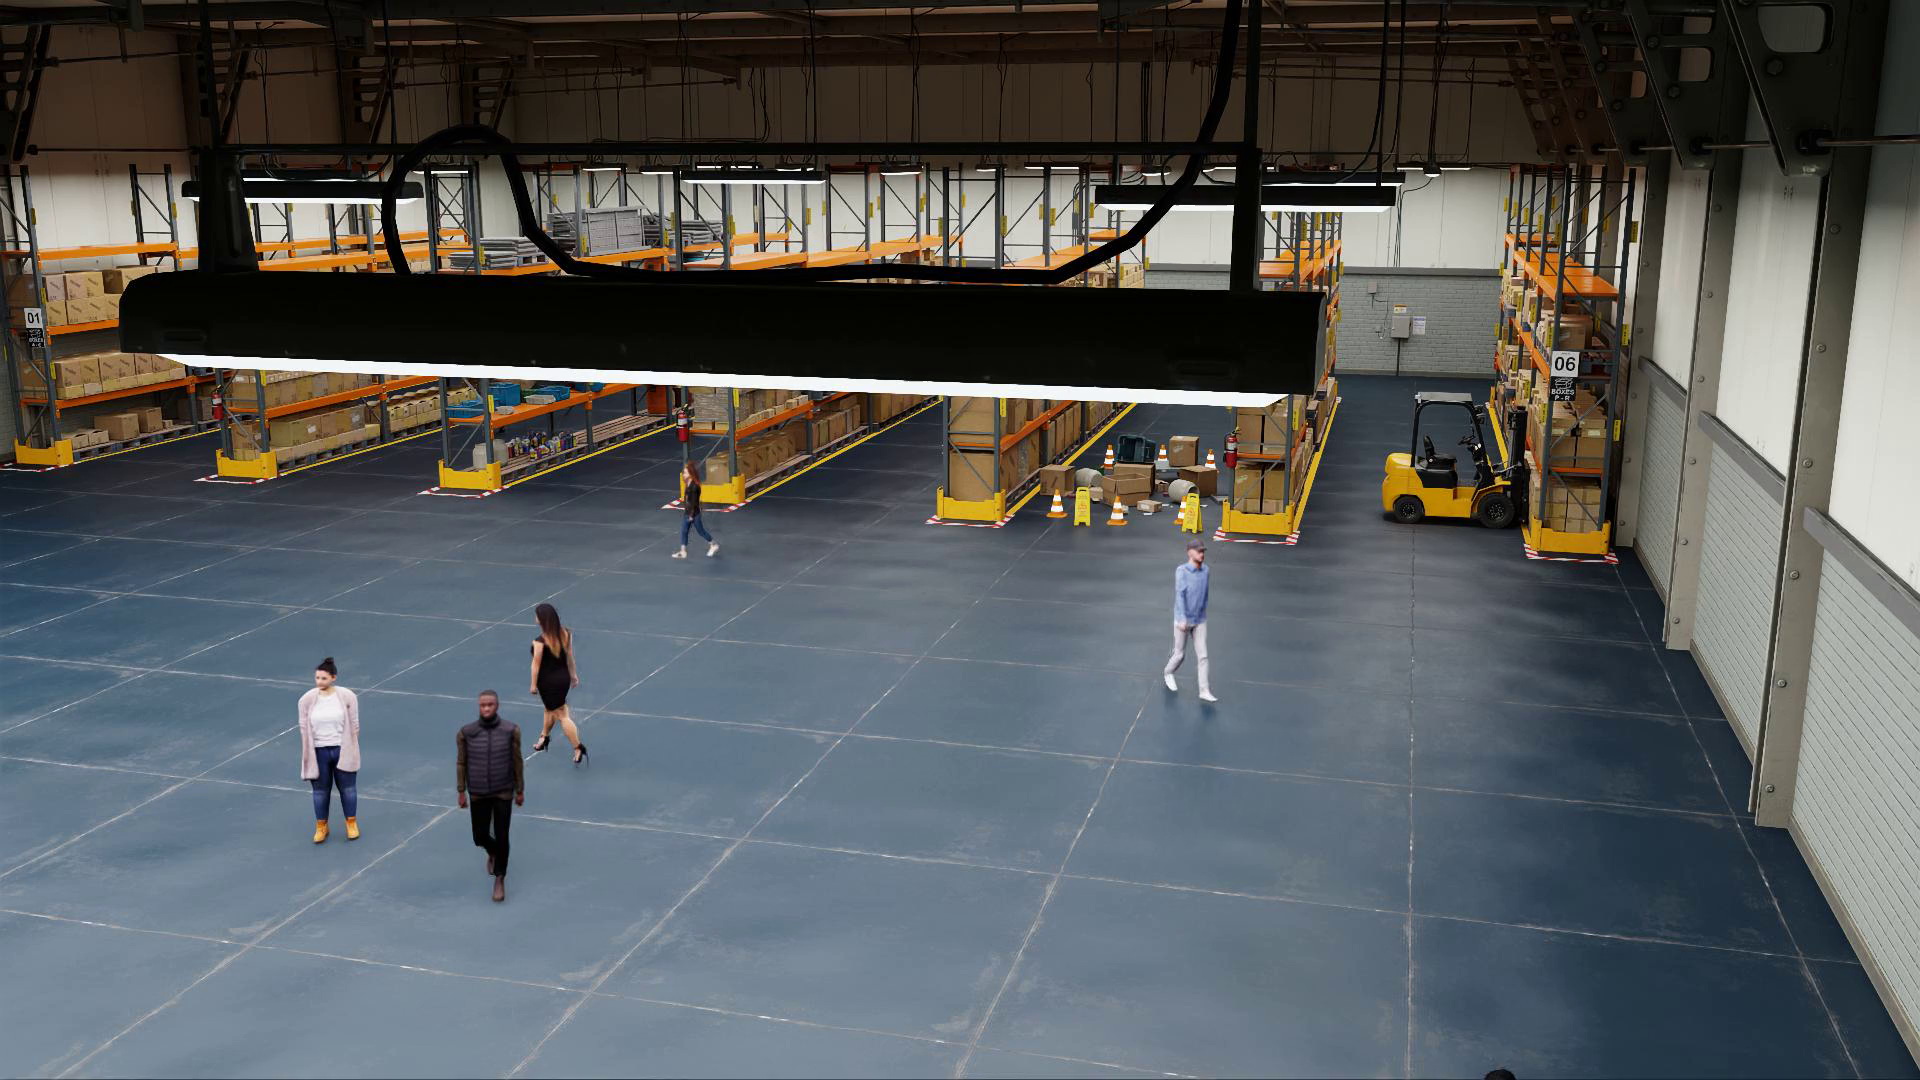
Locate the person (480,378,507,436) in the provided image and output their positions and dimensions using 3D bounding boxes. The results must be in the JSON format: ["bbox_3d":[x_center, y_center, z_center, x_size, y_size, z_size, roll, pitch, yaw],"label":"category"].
[{"bbox_3d":[-10.447,-3.244,37.410,0.845,1.823,1.189,6,14,24],"label":"person"}]

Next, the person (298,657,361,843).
[{"bbox_3d":[-5.790,1.911,15.328,0.799,1.741,0.809,-4,14,-15],"label":"person"}]

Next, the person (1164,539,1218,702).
[{"bbox_3d":[2.638,0.908,19.381,1.078,1.866,1.218,-5,14,-21],"label":"person"}]

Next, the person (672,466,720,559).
[{"bbox_3d":[-4.112,-0.425,26.061,1.040,1.451,0.929,-9,16,-35],"label":"person"}]

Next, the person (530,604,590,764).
[{"bbox_3d":[-4.115,1.529,17.141,0.891,1.668,1.066,7,15,29],"label":"person"}]

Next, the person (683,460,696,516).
[{"bbox_3d":[-4.678,-0.910,29.137,0.602,1.007,0.537,-1,13,-3],"label":"person"}]

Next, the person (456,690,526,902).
[{"bbox_3d":[-3.983,2.133,14.182,0.917,1.826,1.006,-3,13,-11],"label":"person"}]
